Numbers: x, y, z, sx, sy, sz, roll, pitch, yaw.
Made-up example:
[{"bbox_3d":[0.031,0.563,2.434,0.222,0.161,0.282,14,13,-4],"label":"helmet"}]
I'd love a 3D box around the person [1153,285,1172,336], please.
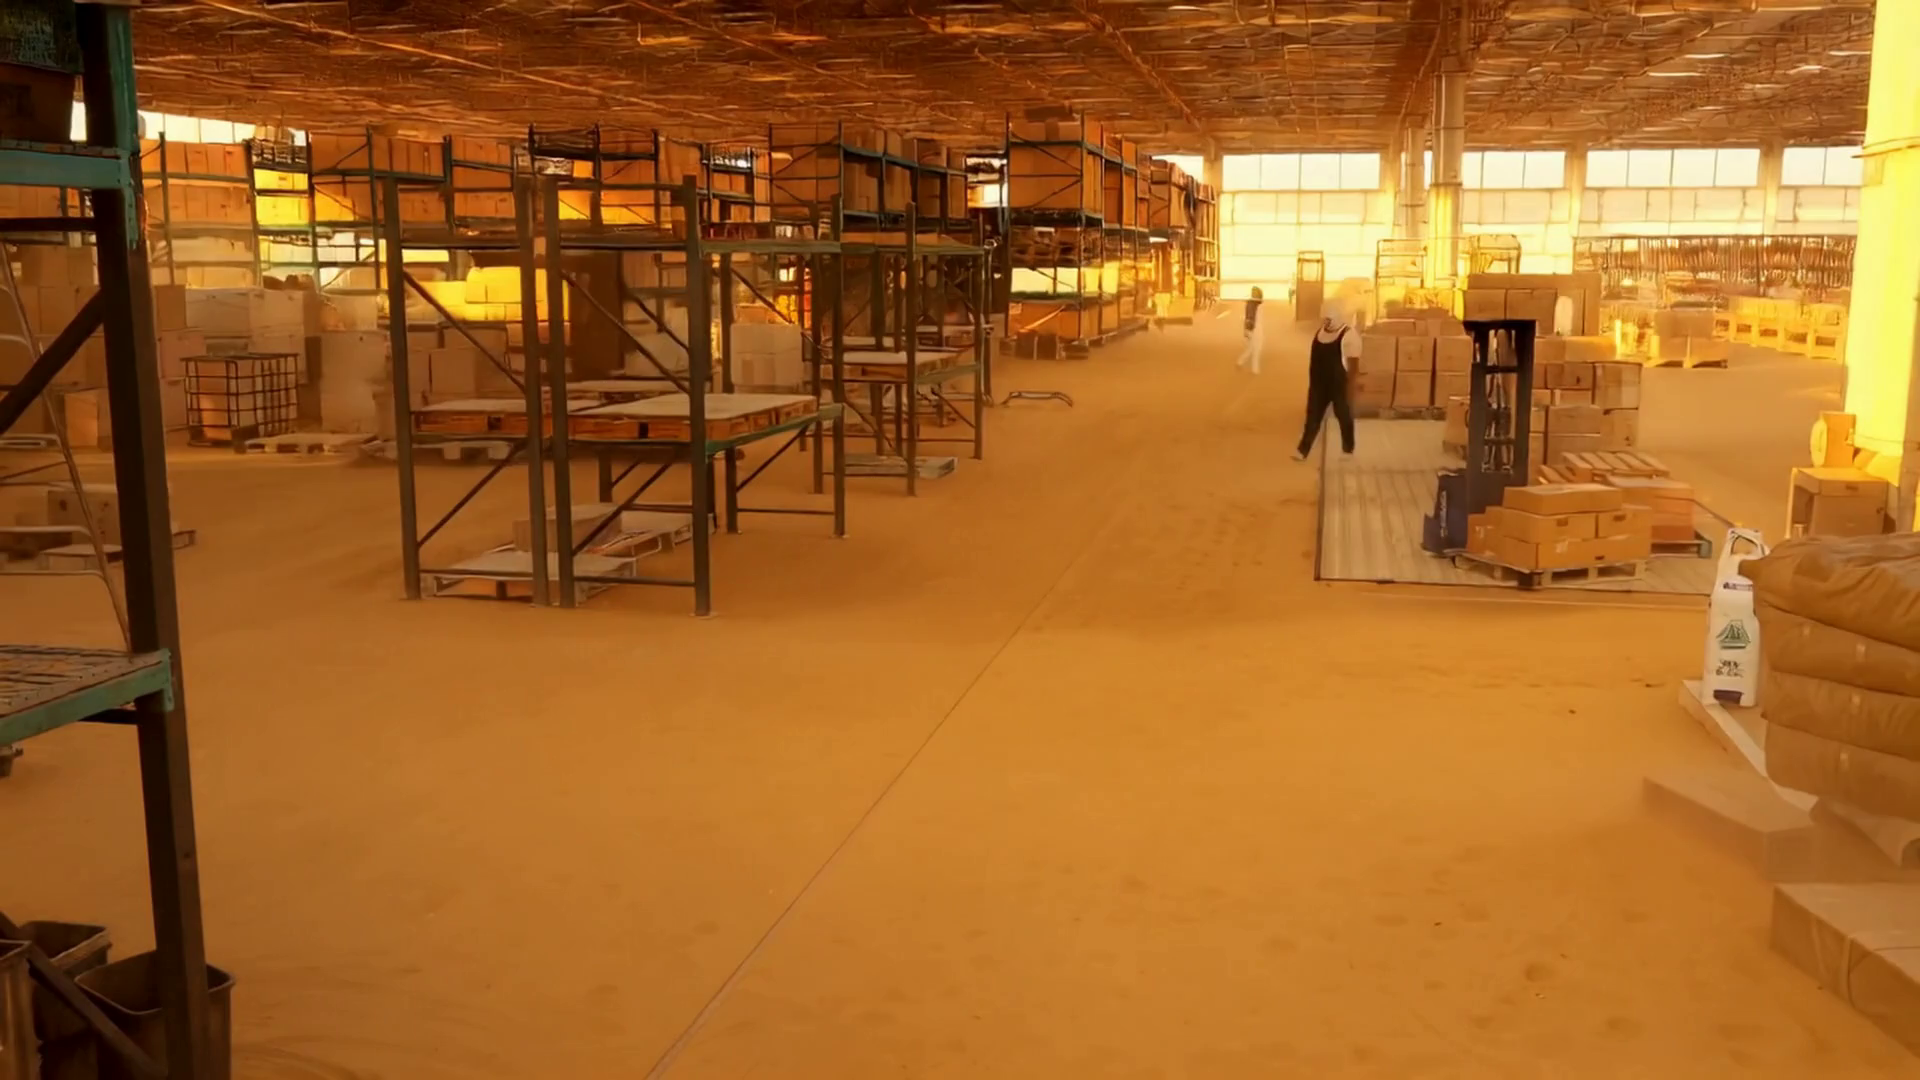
[{"bbox_3d":[6.514,-7.351,53.339,0.592,1.647,0.782,-2,10,-9],"label":"person"}]

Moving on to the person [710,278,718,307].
[{"bbox_3d":[-7.691,-7.016,50.639,0.680,1.906,0.630,7,12,35],"label":"person"}]

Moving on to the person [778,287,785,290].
[{"bbox_3d":[-6.870,-9.223,64.557,0.675,1.615,0.506,4,10,23],"label":"person"}]

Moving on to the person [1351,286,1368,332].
[{"bbox_3d":[12.697,-7.256,52.895,0.523,1.606,0.670,4,10,20],"label":"person"}]

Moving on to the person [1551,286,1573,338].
[{"bbox_3d":[13.907,-4.932,38.461,0.670,1.852,1.017,-9,13,-43],"label":"person"}]

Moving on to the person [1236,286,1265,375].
[{"bbox_3d":[6.244,-4.447,35.432,0.511,1.903,0.594,-3,10,-18],"label":"person"}]

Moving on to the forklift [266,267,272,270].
[{"bbox_3d":[-24.542,-8.803,58.331,1.129,2.768,1.873,-1,10,-8],"label":"forklift"}]

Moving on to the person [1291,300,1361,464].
[{"bbox_3d":[4.471,-1.929,20.112,0.706,2.000,1.034,9,13,44],"label":"person"}]

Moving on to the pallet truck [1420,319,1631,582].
[{"bbox_3d":[4.543,-0.757,13.299,0.823,1.965,1.885,-4,10,-22],"label":"pallet truck"}]

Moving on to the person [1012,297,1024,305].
[{"bbox_3d":[2.046,-8.366,59.031,0.525,1.772,0.306,9,13,42],"label":"person"}]

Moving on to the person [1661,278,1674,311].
[{"bbox_3d":[24.679,-8.222,58.047,0.403,1.819,0.599,7,12,37],"label":"person"}]

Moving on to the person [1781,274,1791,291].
[{"bbox_3d":[35.806,-10.610,72.112,0.565,1.840,0.390,-8,13,-40],"label":"person"}]

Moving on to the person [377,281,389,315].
[{"bbox_3d":[-14.457,-5.559,41.955,0.397,1.922,0.582,0,10,1],"label":"person"}]

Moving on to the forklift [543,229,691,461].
[{"bbox_3d":[-4.305,-2.407,20.461,1.873,2.768,1.129,0,10,-2],"label":"forklift"}]

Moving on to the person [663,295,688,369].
[{"bbox_3d":[-5.354,-3.710,31.349,0.901,1.802,0.654,9,13,44],"label":"person"}]

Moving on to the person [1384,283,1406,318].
[{"bbox_3d":[9.726,-4.738,37.004,0.616,1.948,0.427,-8,12,-39],"label":"person"}]

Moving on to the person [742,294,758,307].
[{"bbox_3d":[-5.190,-5.308,41.406,0.509,1.607,0.778,-7,12,-34],"label":"person"}]

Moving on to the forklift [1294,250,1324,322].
[{"bbox_3d":[13.778,-10.002,65.433,1.129,2.768,1.873,2,10,12],"label":"forklift"}]

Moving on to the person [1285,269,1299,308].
[{"bbox_3d":[17.050,-12.863,85.132,0.654,1.939,1.004,-3,10,-18],"label":"person"}]

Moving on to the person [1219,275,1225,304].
[{"bbox_3d":[14.310,-13.833,91.842,0.660,1.617,0.527,3,10,18],"label":"person"}]

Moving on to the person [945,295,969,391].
[{"bbox_3d":[0.027,-3.411,29.475,0.726,1.837,0.536,4,10,22],"label":"person"}]

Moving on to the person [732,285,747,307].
[{"bbox_3d":[-6.906,-7.134,51.994,0.547,1.669,0.554,-1,10,-4],"label":"person"}]

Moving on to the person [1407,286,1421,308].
[{"bbox_3d":[15.020,-7.844,55.138,0.417,2.031,0.619,-1,10,-9],"label":"person"}]

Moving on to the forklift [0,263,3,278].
[{"bbox_3d":[-25.156,-6.268,43.325,1.873,2.768,1.129,-7,12,-38],"label":"forklift"}]

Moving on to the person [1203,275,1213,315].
[{"bbox_3d":[11.090,-10.963,74.418,0.324,1.767,0.533,-7,12,-36],"label":"person"}]

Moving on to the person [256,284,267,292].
[{"bbox_3d":[-15.828,-4.849,37.742,0.426,1.923,0.642,0,10,-3],"label":"person"}]

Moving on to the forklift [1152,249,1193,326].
[{"bbox_3d":[7.646,-9.320,61.395,1.873,2.768,1.129,2,10,11],"label":"forklift"}]

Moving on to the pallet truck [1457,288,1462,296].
[{"bbox_3d":[20.506,-9.785,68.819,0.653,1.274,1.630,2,10,12],"label":"pallet truck"}]
